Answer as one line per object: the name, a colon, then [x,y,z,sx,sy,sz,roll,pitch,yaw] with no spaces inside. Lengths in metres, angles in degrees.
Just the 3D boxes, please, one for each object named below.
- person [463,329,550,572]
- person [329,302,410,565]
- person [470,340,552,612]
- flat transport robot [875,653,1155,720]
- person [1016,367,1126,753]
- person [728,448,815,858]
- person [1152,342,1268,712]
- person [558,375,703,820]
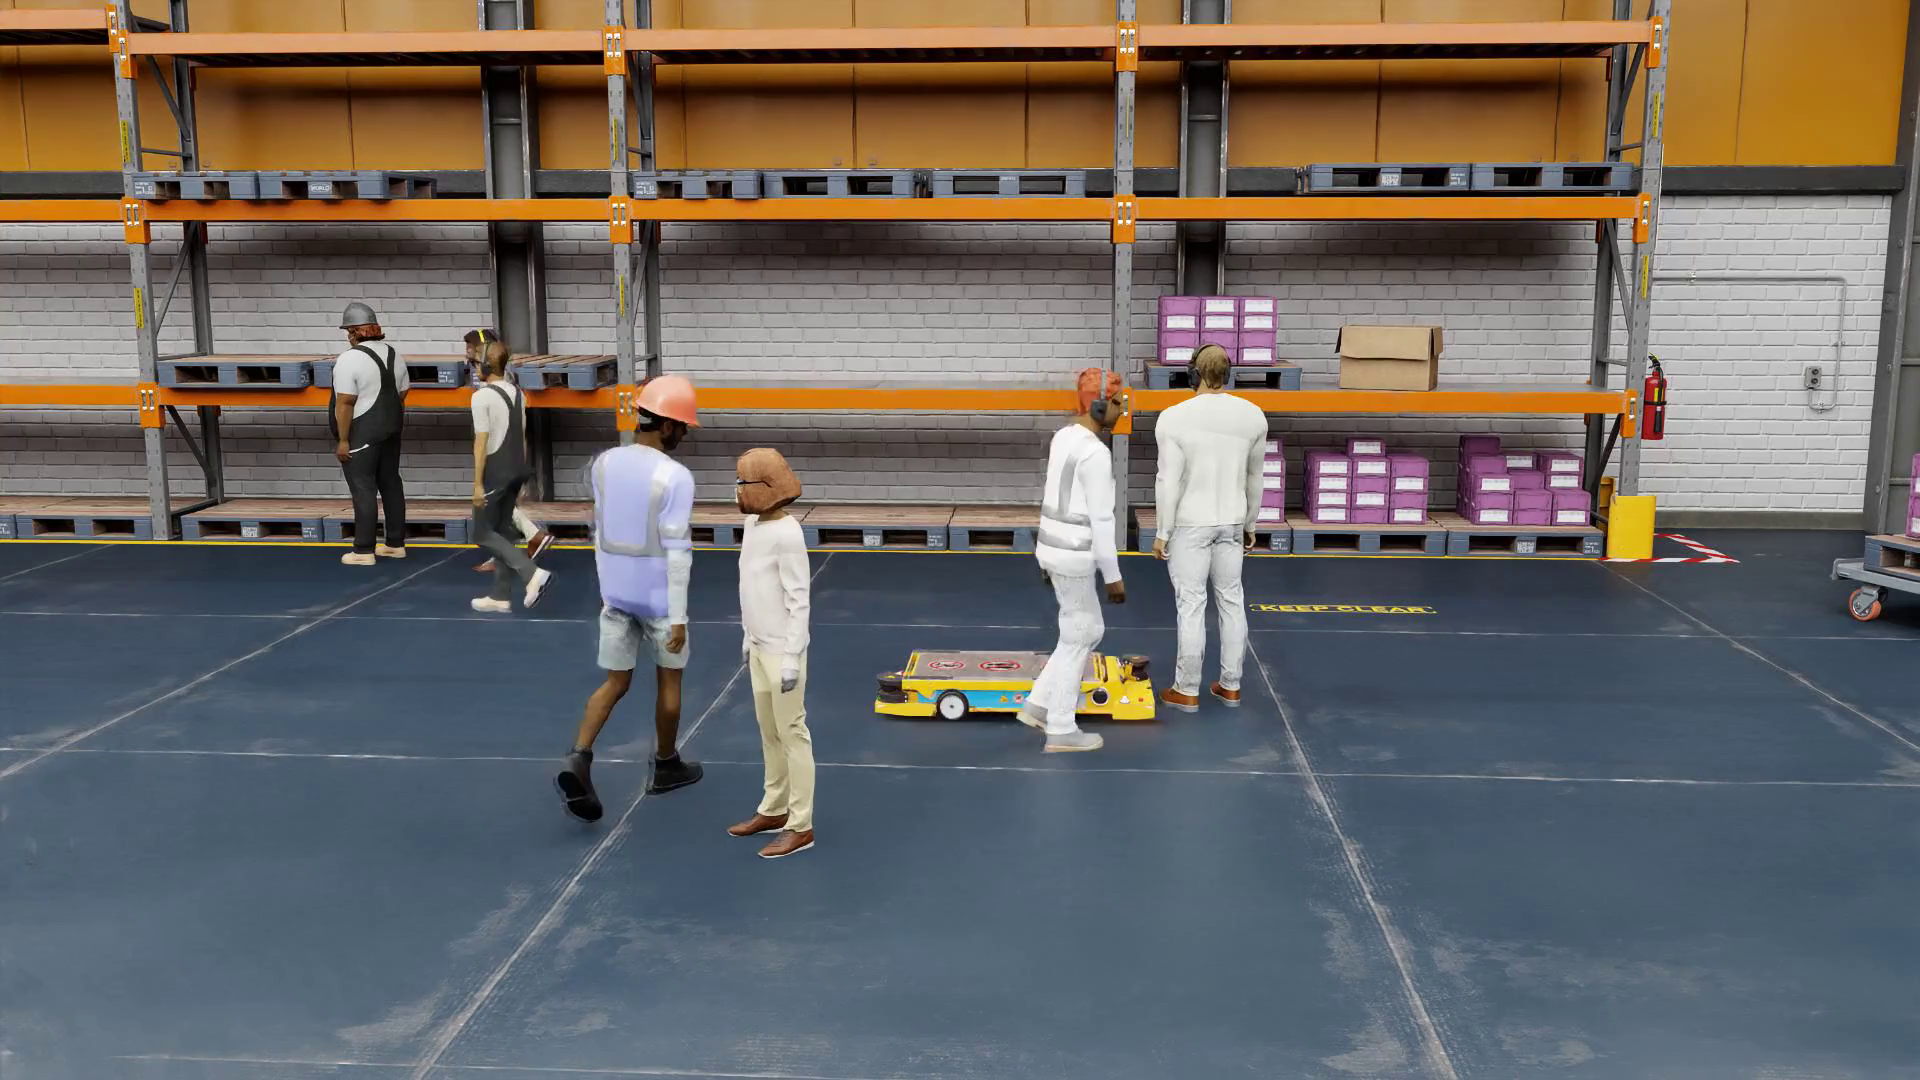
person: [-3.420,-0.655,12.441,0.479,1.847,0.557,-1,10,-6]
person: [-4.633,-0.838,12.946,0.535,2.000,0.683,4,10,21]
person: [-3.007,-0.401,10.994,0.580,1.834,0.534,3,10,19]
flat transport robot: [0.295,0.756,8.788,1.431,0.197,0.652,1,10,3]
person: [0.576,0.112,7.913,0.425,1.863,0.584,-2,10,-10]
person: [-0.749,0.444,6.635,0.285,1.631,0.501,-5,11,-28]
person: [1.291,-0.064,8.713,0.631,1.940,0.372,-4,10,-21]
person: [-1.393,0.243,7.084,0.592,1.883,0.860,5,11,26]
